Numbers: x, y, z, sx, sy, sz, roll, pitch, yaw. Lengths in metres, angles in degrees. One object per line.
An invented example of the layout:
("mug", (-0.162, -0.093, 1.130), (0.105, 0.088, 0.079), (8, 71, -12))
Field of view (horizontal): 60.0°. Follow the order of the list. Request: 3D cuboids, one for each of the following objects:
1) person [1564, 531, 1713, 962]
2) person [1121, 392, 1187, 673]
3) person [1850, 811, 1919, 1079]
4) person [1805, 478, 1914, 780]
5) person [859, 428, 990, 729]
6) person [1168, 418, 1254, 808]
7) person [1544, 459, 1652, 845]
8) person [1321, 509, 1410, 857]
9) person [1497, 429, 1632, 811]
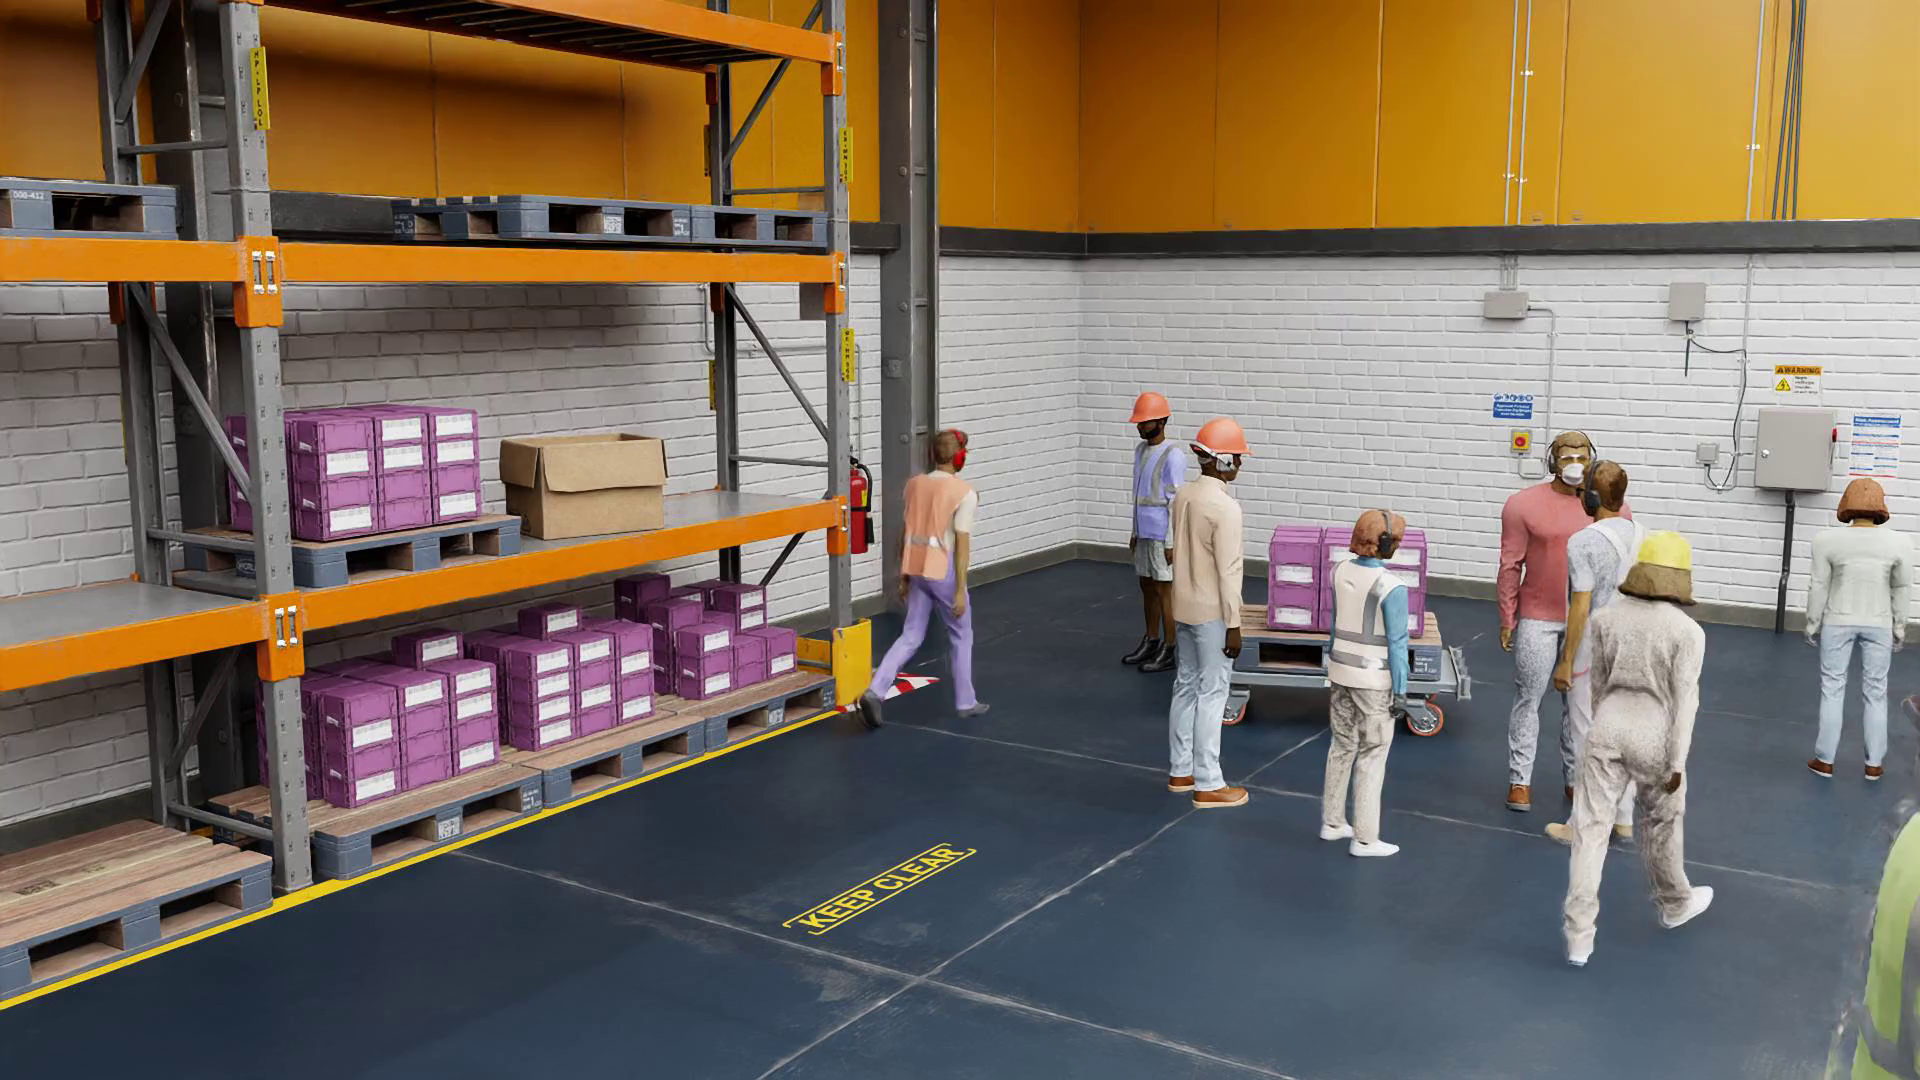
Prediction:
("person", (2.708, 0.803, 6.623), (0.921, 1.673, 0.509), (-8, 12, -41))
("person", (1.320, -0.053, 11.438), (0.386, 1.929, 0.543), (-4, 10, -23))
("person", (2.020, 1.189, 3.136), (1.003, 1.999, 0.614), (3, 9, 19))
("person", (4.814, 0.477, 8.939), (0.497, 1.633, 0.288), (3, 9, 18))
("person", (-0.210, 0.237, 9.974), (0.581, 1.806, 0.919), (8, 12, 42))
("person", (1.287, 0.369, 8.511), (0.405, 1.986, 0.613), (-3, 9, -20))
("person", (3.021, 0.540, 7.846), (0.516, 1.842, 0.328), (-5, 10, -28))
("person", (1.883, 0.665, 7.730), (0.314, 1.631, 0.525), (-4, 10, -25))
("person", (3.026, 0.411, 8.377), (0.630, 1.940, 0.372), (1, 9, 10))
